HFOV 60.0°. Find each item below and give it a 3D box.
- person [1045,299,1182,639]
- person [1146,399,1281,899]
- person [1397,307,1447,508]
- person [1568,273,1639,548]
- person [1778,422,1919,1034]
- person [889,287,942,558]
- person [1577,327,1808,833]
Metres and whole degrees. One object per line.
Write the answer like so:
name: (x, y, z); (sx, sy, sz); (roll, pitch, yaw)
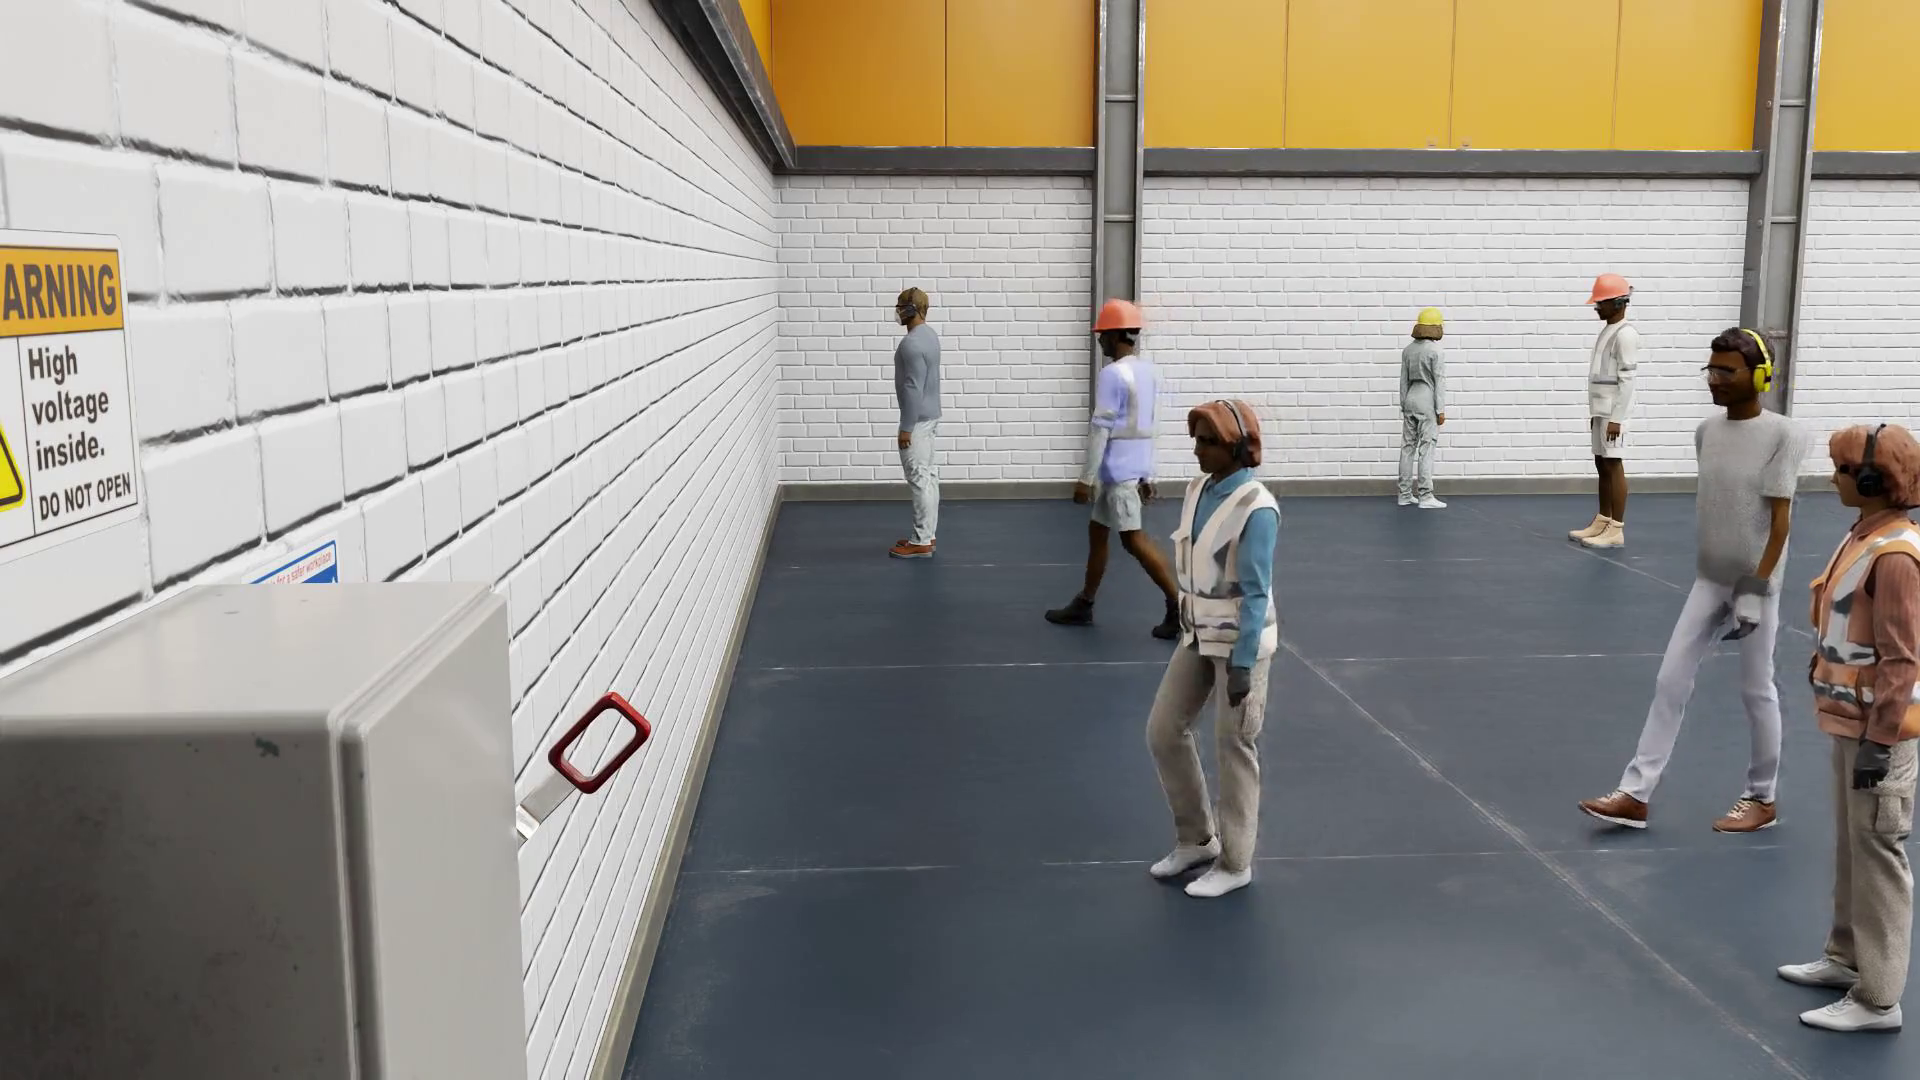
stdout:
person: (0.936, -0.396, 9.318); (0.968, 1.900, 0.562); (4, 10, 25)
person: (0.805, 0.361, 5.347); (0.437, 1.624, 0.548); (-4, 10, -21)
person: (4.062, -1.154, 14.537); (0.320, 1.742, 0.492); (-5, 10, -28)
person: (4.812, -0.957, 12.381); (0.382, 2.038, 0.606); (1, 9, 5)
person: (2.434, 0.503, 4.467); (0.314, 1.636, 0.516); (3, 10, 20)
person: (-0.319, -0.841, 11.960); (0.368, 1.939, 0.632); (1, 9, 9)
person: (2.667, 0.178, 5.906); (0.822, 1.839, 0.523); (-4, 10, -23)
